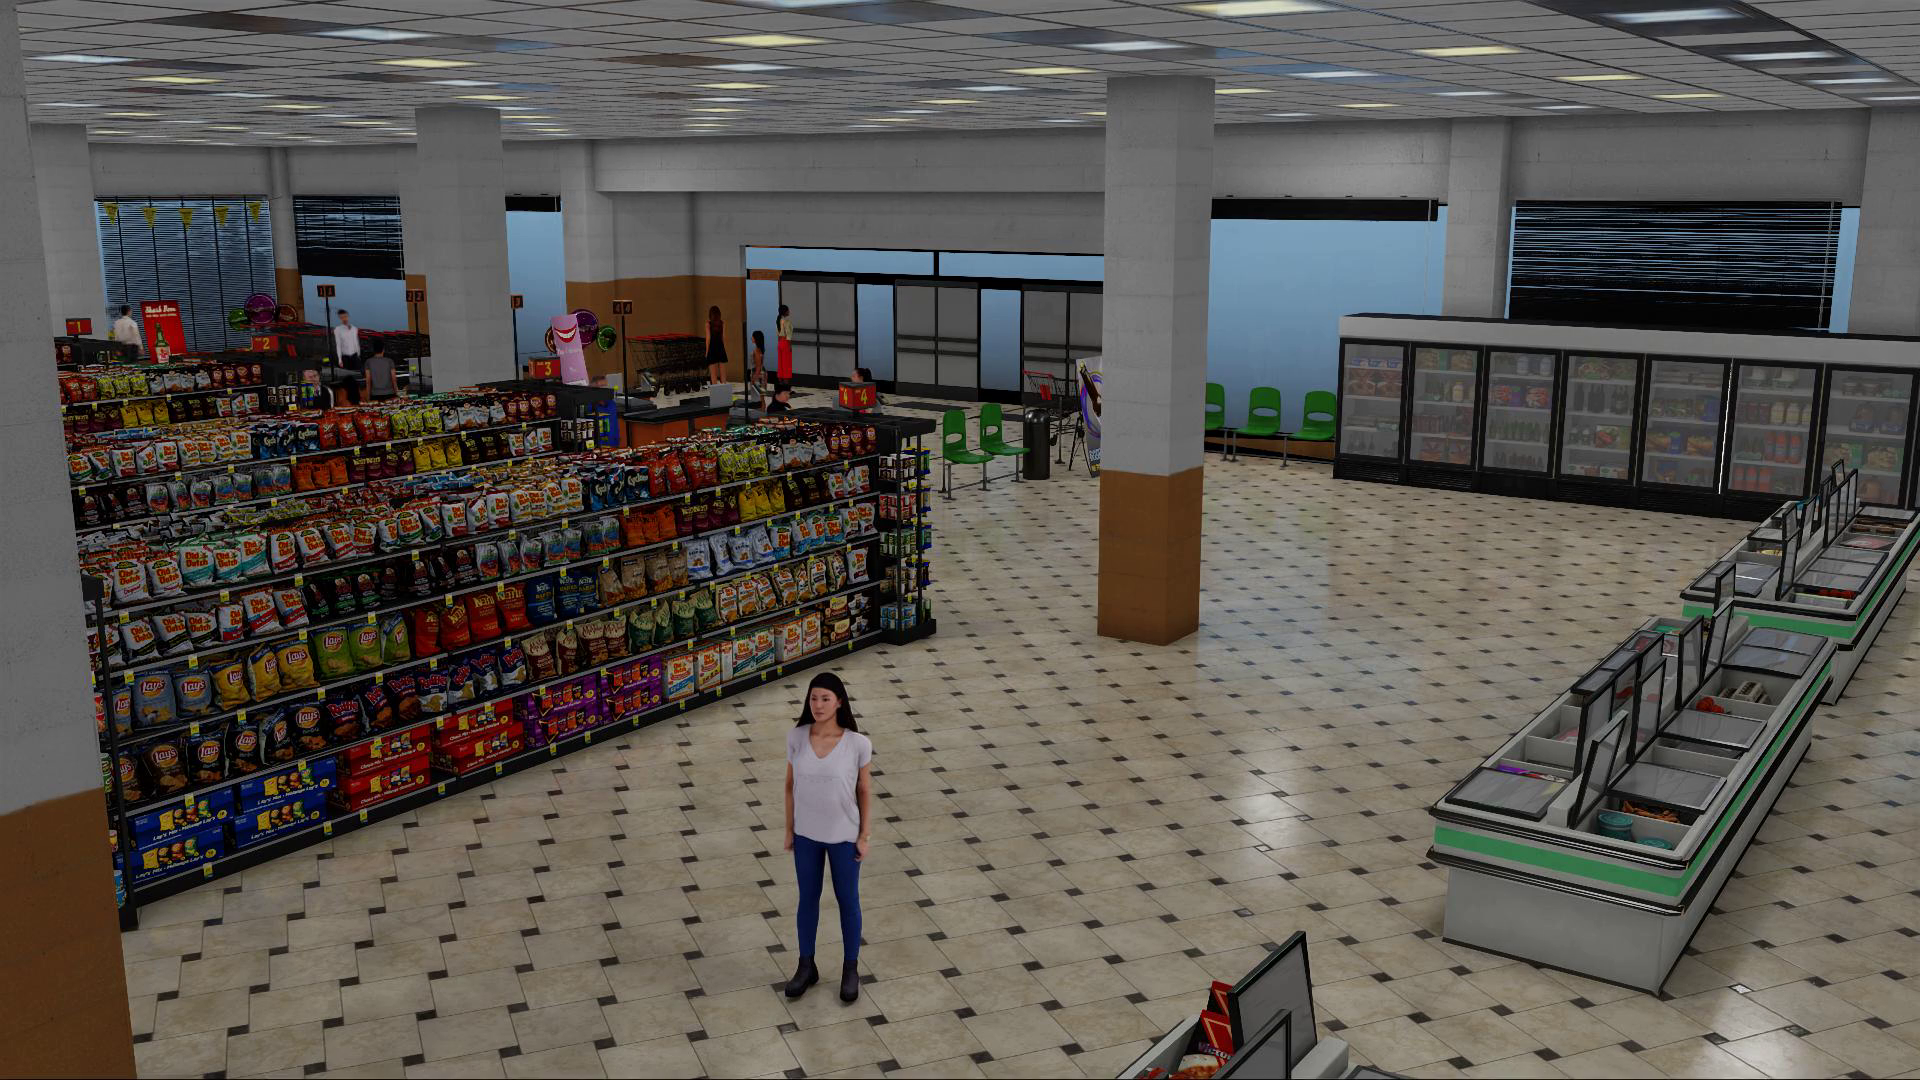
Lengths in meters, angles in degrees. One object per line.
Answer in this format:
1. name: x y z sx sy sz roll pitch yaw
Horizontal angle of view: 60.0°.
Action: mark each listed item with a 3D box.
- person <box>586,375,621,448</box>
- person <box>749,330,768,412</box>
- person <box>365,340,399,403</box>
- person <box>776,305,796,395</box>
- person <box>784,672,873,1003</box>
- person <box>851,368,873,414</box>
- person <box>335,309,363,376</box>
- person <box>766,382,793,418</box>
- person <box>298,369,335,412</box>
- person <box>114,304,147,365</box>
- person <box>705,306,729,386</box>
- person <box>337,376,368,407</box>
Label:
1. person: -4.474 -1.126 20.483 0.810 1.812 0.770 9 15 36
2. person: -3.504 -2.835 29.007 0.784 1.645 0.675 0 12 0
3. person: -9.011 -2.250 25.962 0.686 1.754 0.768 -3 12 -16
4. person: -3.516 -3.818 33.313 0.619 1.793 0.649 -9 15 -38
5. person: -0.665 1.491 8.364 0.673 1.685 0.660 2 12 11
6. person: -1.303 -1.443 22.202 0.729 1.725 0.712 -6 13 -25
7. person: -11.532 -3.407 31.248 1.214 1.840 0.907 -10 16 -40
8. person: -2.267 -1.155 20.972 0.824 1.669 0.670 4 13 19
9. person: -8.321 -1.327 21.476 0.797 1.797 0.906 7 14 30
10. person: -16.586 -3.760 33.040 0.764 1.794 0.800 4 13 19
11. person: -4.732 -3.616 32.260 0.598 1.834 0.720 -7 14 -30
12. person: -7.885 -1.305 21.760 0.995 1.636 0.732 -11 16 -42
